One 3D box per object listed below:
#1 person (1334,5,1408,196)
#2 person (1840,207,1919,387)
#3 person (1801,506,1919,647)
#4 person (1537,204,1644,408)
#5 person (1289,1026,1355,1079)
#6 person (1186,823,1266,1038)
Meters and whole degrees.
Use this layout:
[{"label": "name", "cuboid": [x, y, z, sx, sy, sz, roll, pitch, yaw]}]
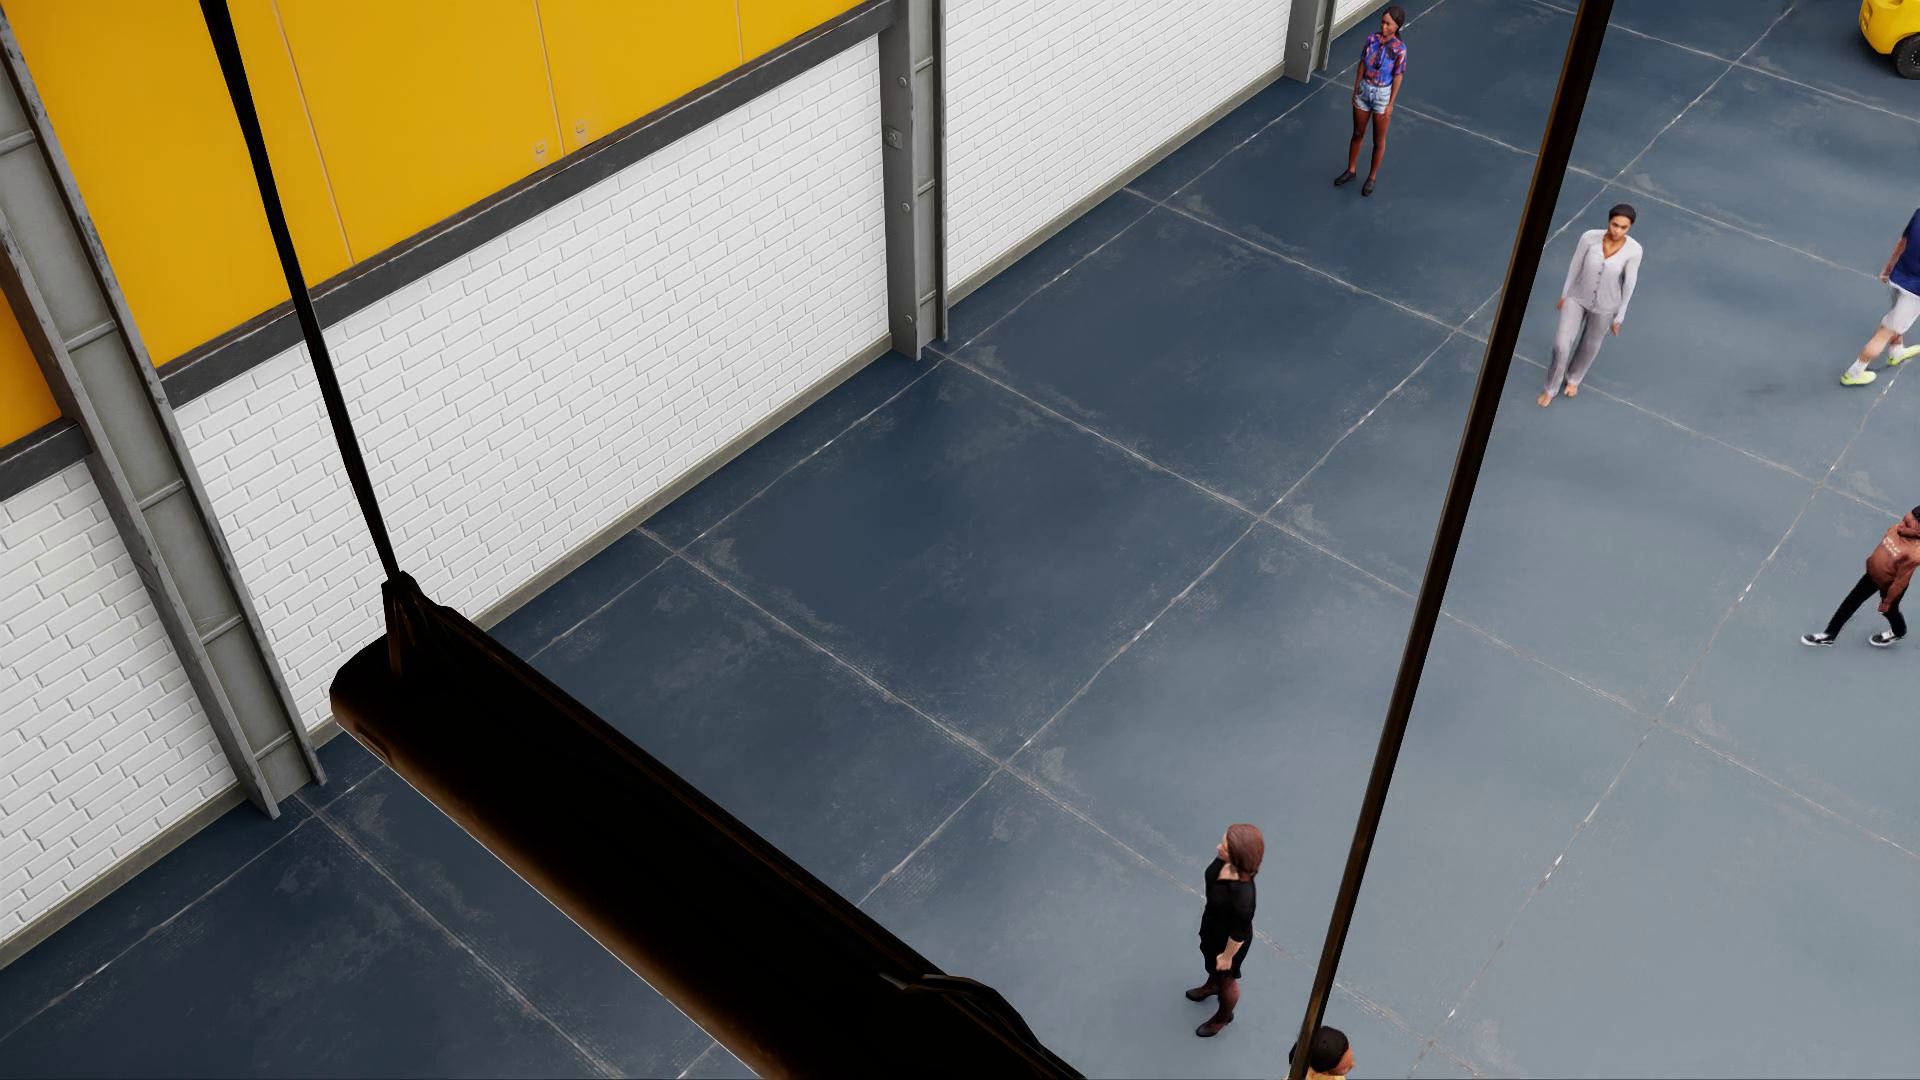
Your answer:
[{"label": "person", "cuboid": [3.706, -3.935, 14.842, 0.586, 1.743, 0.512, 29, 50, 27]}, {"label": "person", "cuboid": [7.184, -1.921, 12.681, 1.126, 1.809, 1.001, -10, 45, -11]}, {"label": "person", "cuboid": [6.079, 0.273, 10.798, 0.955, 1.229, 0.901, -2, 44, -3]}, {"label": "person", "cuboid": [4.837, -1.858, 12.681, 0.759, 1.717, 0.863, 18, 46, 18]}, {"label": "person", "cuboid": [1.569, 2.752, 7.908, 0.932, 1.626, 1.015, 8, 44, 8]}, {"label": "person", "cuboid": [1.384, 2.015, 8.623, 0.703, 1.706, 0.645, -4, 44, -4]}]
